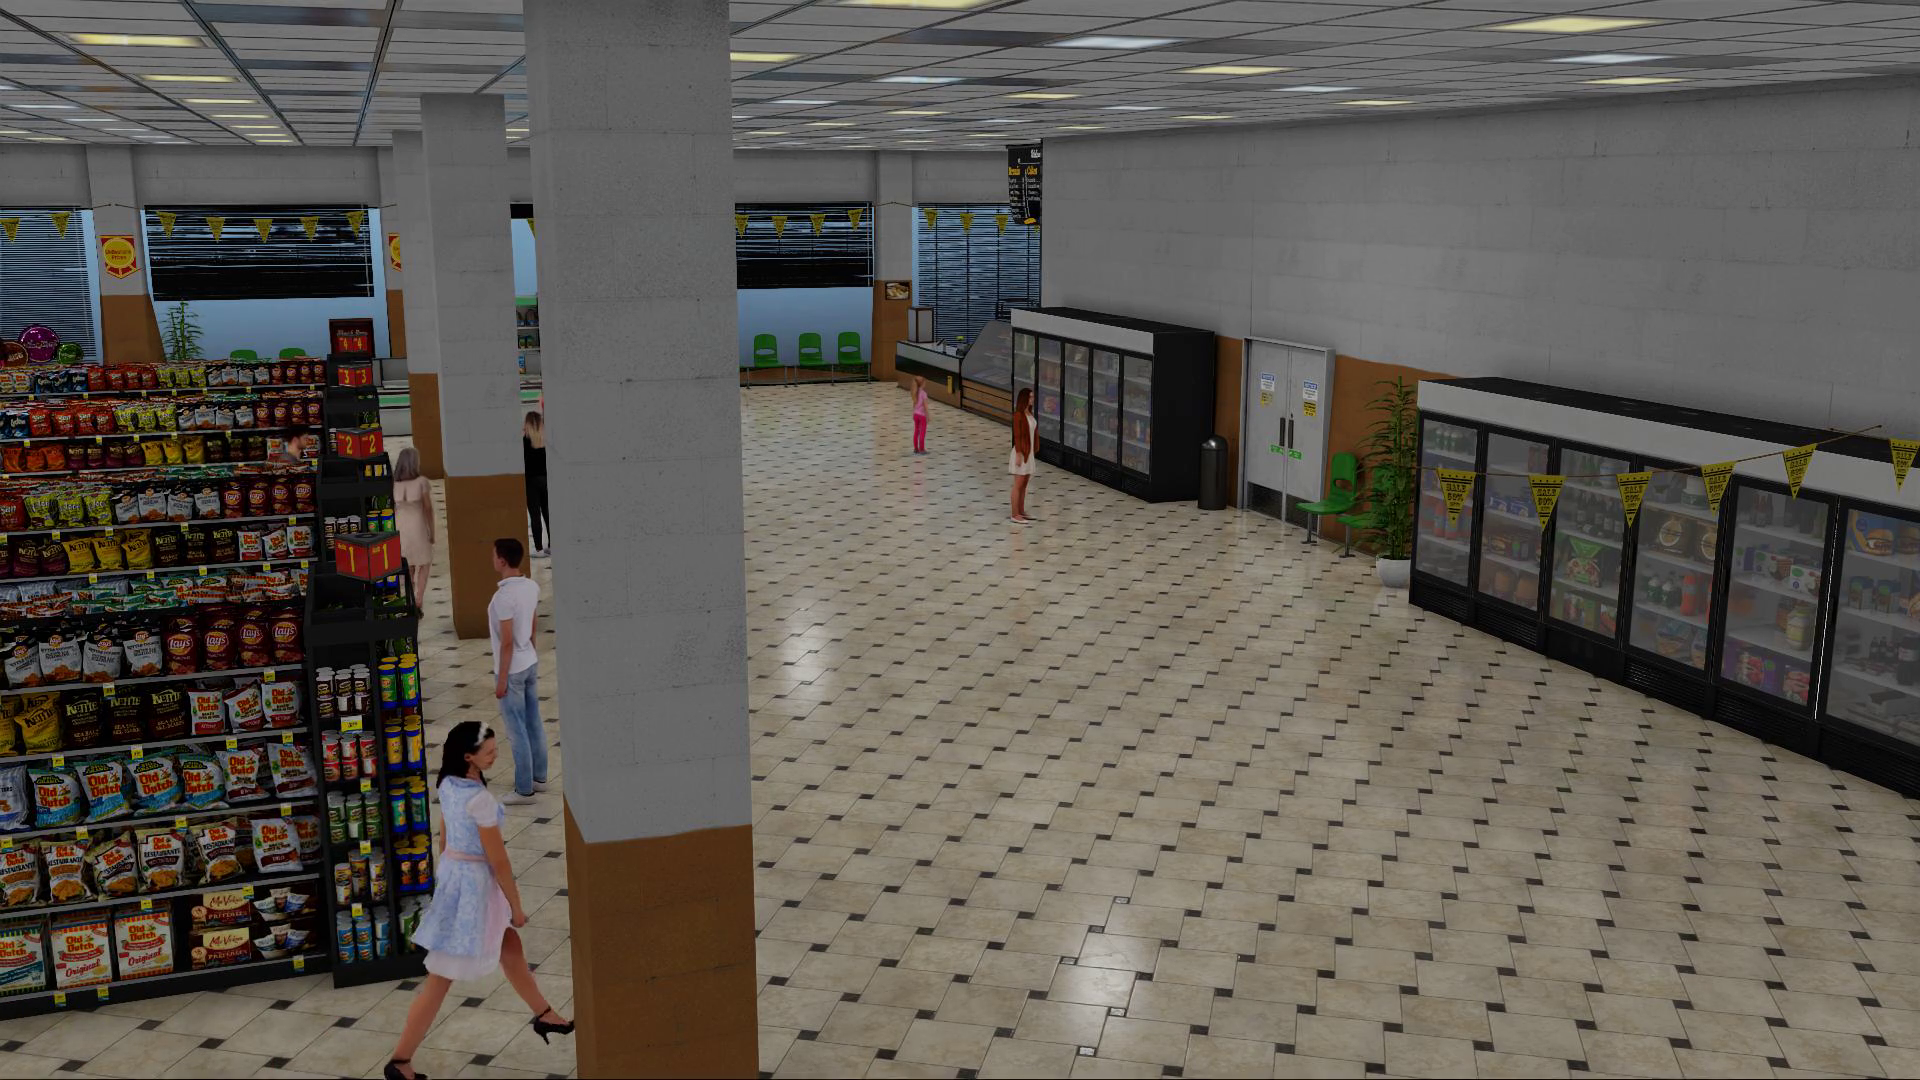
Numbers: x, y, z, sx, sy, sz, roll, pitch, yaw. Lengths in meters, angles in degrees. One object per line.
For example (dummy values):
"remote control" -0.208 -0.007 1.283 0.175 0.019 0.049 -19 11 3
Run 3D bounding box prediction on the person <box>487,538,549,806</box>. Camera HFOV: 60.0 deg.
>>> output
"person" -3.052 0.894 11.466 0.730 1.851 0.737 2 12 11

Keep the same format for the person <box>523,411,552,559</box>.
"person" -4.865 -0.641 19.157 0.757 1.685 0.654 9 15 36

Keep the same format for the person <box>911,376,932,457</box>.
"person" -0.636 -1.992 26.576 0.596 1.272 0.560 -10 15 -39

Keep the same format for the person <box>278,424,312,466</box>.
"person" -6.768 -0.230 16.715 0.687 1.887 0.729 -5 13 -24

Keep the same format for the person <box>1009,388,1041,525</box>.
"person" 0.797 -1.090 21.201 0.768 1.721 0.714 5 13 23

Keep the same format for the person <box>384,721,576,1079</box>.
"person" -2.340 1.750 7.670 1.297 1.739 0.929 -11 16 -41

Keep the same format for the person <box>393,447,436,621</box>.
"person" -5.337 -0.017 16.107 0.694 1.722 0.778 -1 12 -4
